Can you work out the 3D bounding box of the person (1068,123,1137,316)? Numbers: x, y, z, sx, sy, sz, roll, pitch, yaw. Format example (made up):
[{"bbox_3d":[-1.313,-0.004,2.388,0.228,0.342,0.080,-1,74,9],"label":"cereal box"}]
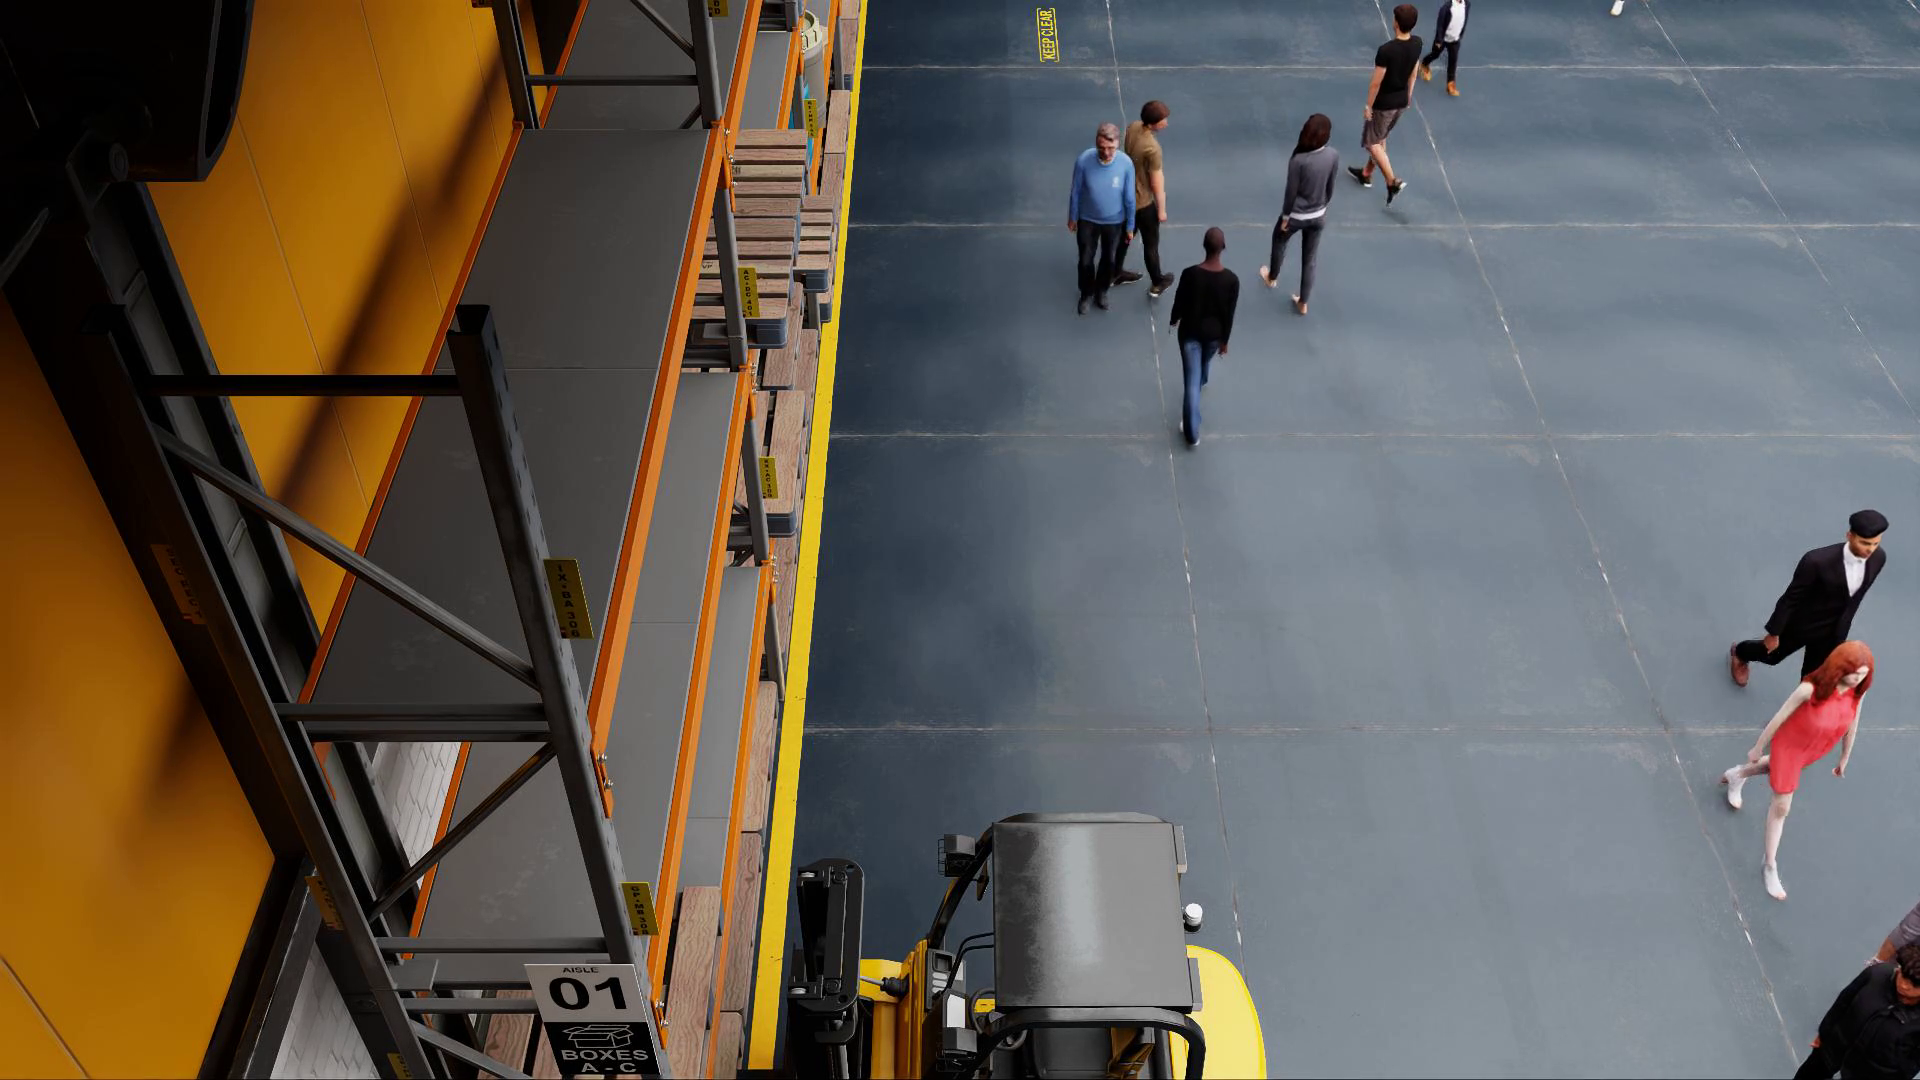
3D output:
[{"bbox_3d":[1.171,-2.734,13.812,0.699,1.792,0.639,-2,44,-2],"label":"person"}]

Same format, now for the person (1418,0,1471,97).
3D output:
[{"bbox_3d":[4.895,-5.142,16.765,0.674,1.205,0.902,-13,45,-13],"label":"person"}]

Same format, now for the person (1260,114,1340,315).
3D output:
[{"bbox_3d":[2.885,-2.647,13.756,0.765,1.744,0.969,-9,44,-10],"label":"person"}]

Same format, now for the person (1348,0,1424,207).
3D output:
[{"bbox_3d":[3.906,-3.913,15.013,0.987,1.843,1.174,-20,47,-20],"label":"person"}]

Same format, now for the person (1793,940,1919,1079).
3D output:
[{"bbox_3d":[4.509,2.537,8.288,0.790,1.781,0.707,-26,49,-25],"label":"person"}]

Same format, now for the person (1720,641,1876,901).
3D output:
[{"bbox_3d":[4.854,1.165,9.731,0.756,1.776,1.183,-7,44,-7],"label":"person"}]

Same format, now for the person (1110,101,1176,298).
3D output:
[{"bbox_3d":[1.505,-2.853,13.916,0.883,1.822,0.841,-23,48,-22],"label":"person"}]

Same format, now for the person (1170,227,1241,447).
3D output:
[{"bbox_3d":[1.833,-1.485,12.575,0.714,1.690,1.164,2,44,2],"label":"person"}]

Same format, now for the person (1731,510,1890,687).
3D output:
[{"bbox_3d":[5.306,0.456,10.425,0.800,1.845,1.232,-3,44,-3],"label":"person"}]
